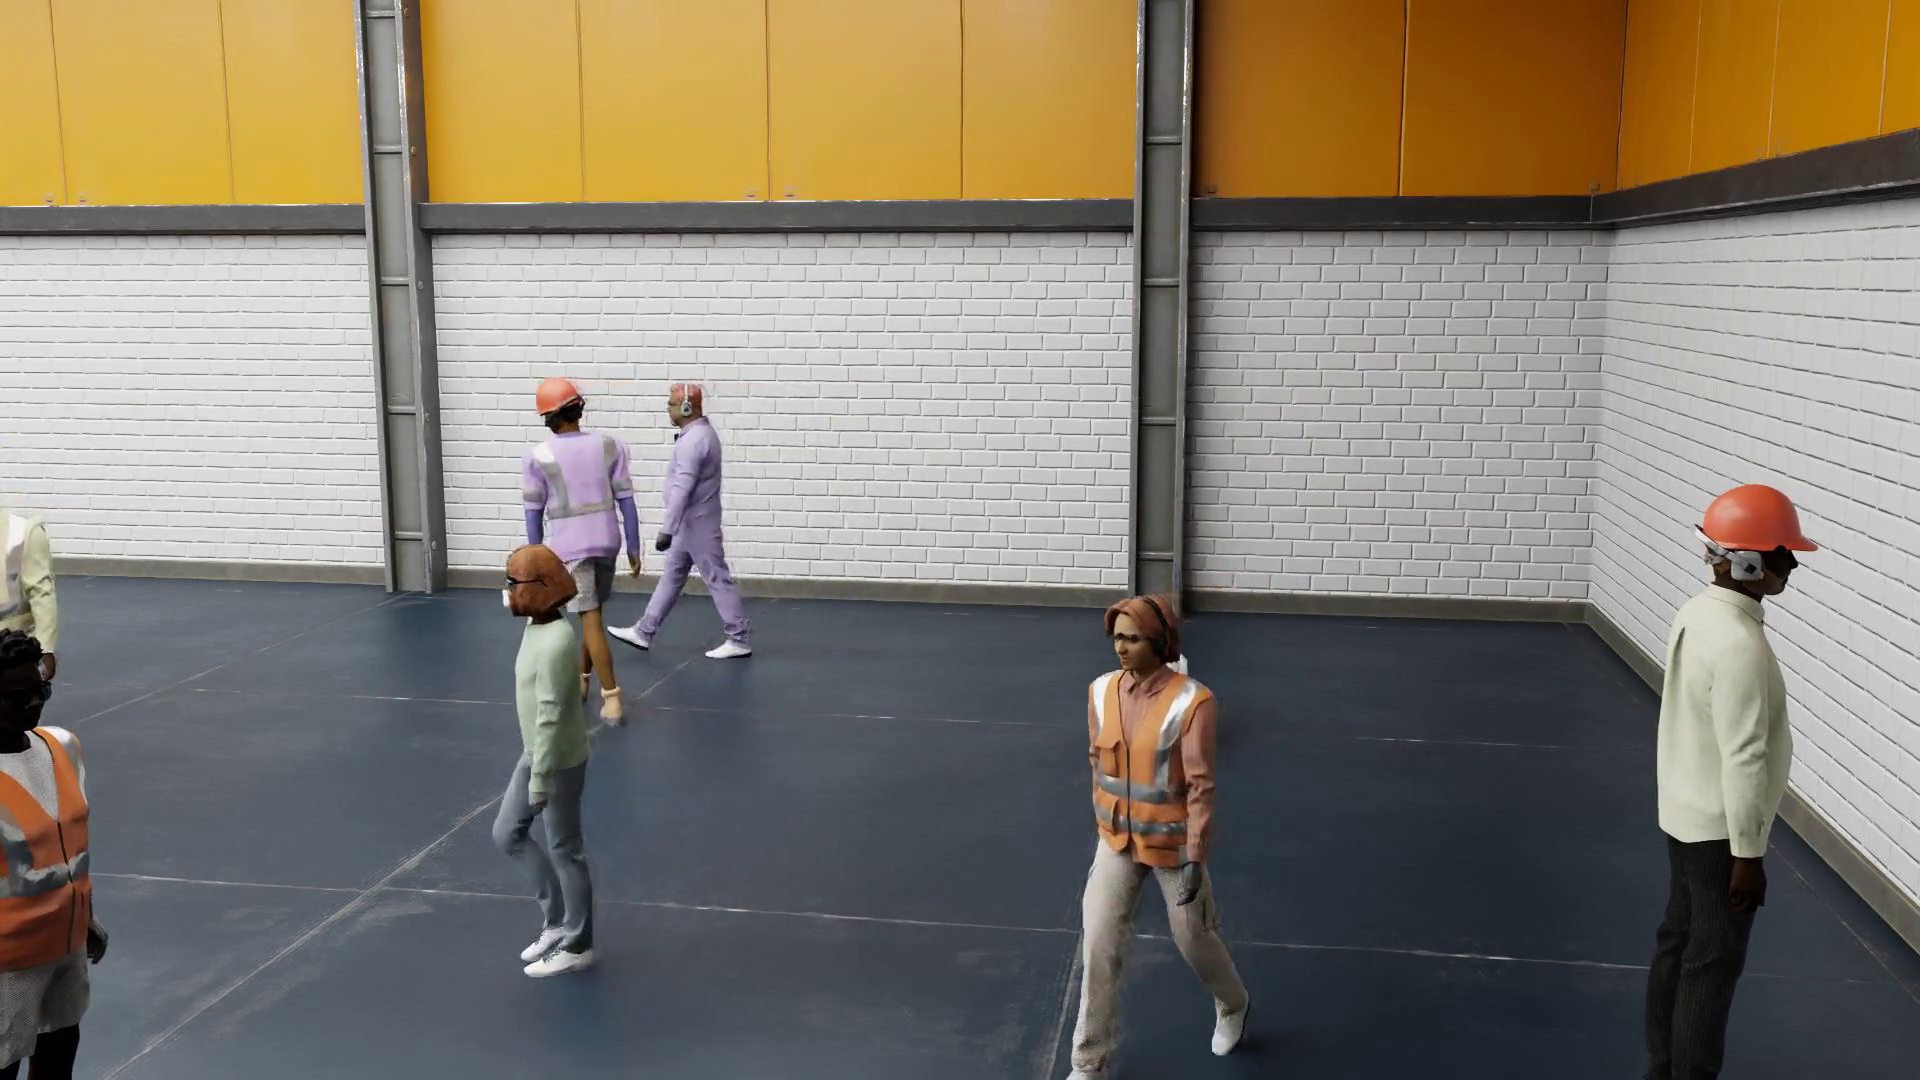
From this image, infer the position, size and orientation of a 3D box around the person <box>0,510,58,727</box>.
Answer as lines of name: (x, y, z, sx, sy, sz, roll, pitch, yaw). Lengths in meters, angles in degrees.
person: (-4.443, 0.491, 7.591, 0.602, 1.780, 0.906, -3, 10, -19)

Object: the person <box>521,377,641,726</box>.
person: (-2.222, 0.047, 9.720, 0.633, 1.983, 0.970, -7, 11, -35)

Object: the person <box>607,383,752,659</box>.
person: (-1.877, -0.116, 11.112, 1.013, 1.852, 0.662, -1, 9, -4)

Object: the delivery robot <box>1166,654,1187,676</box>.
delivery robot: (1.079, 0.799, 9.203, 0.477, 0.478, 0.707, 1, 9, 9)

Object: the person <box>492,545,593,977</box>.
person: (-1.535, 0.817, 6.077, 0.386, 1.615, 0.527, -4, 10, -23)

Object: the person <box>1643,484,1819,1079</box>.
person: (2.248, 0.825, 4.898, 0.381, 1.994, 0.622, 1, 9, 9)

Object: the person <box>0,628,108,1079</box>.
person: (-2.449, 1.063, 4.353, 0.316, 1.696, 0.540, 1, 9, 9)

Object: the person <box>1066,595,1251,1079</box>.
person: (0.648, 0.952, 5.320, 0.518, 1.604, 0.815, 8, 12, 41)
